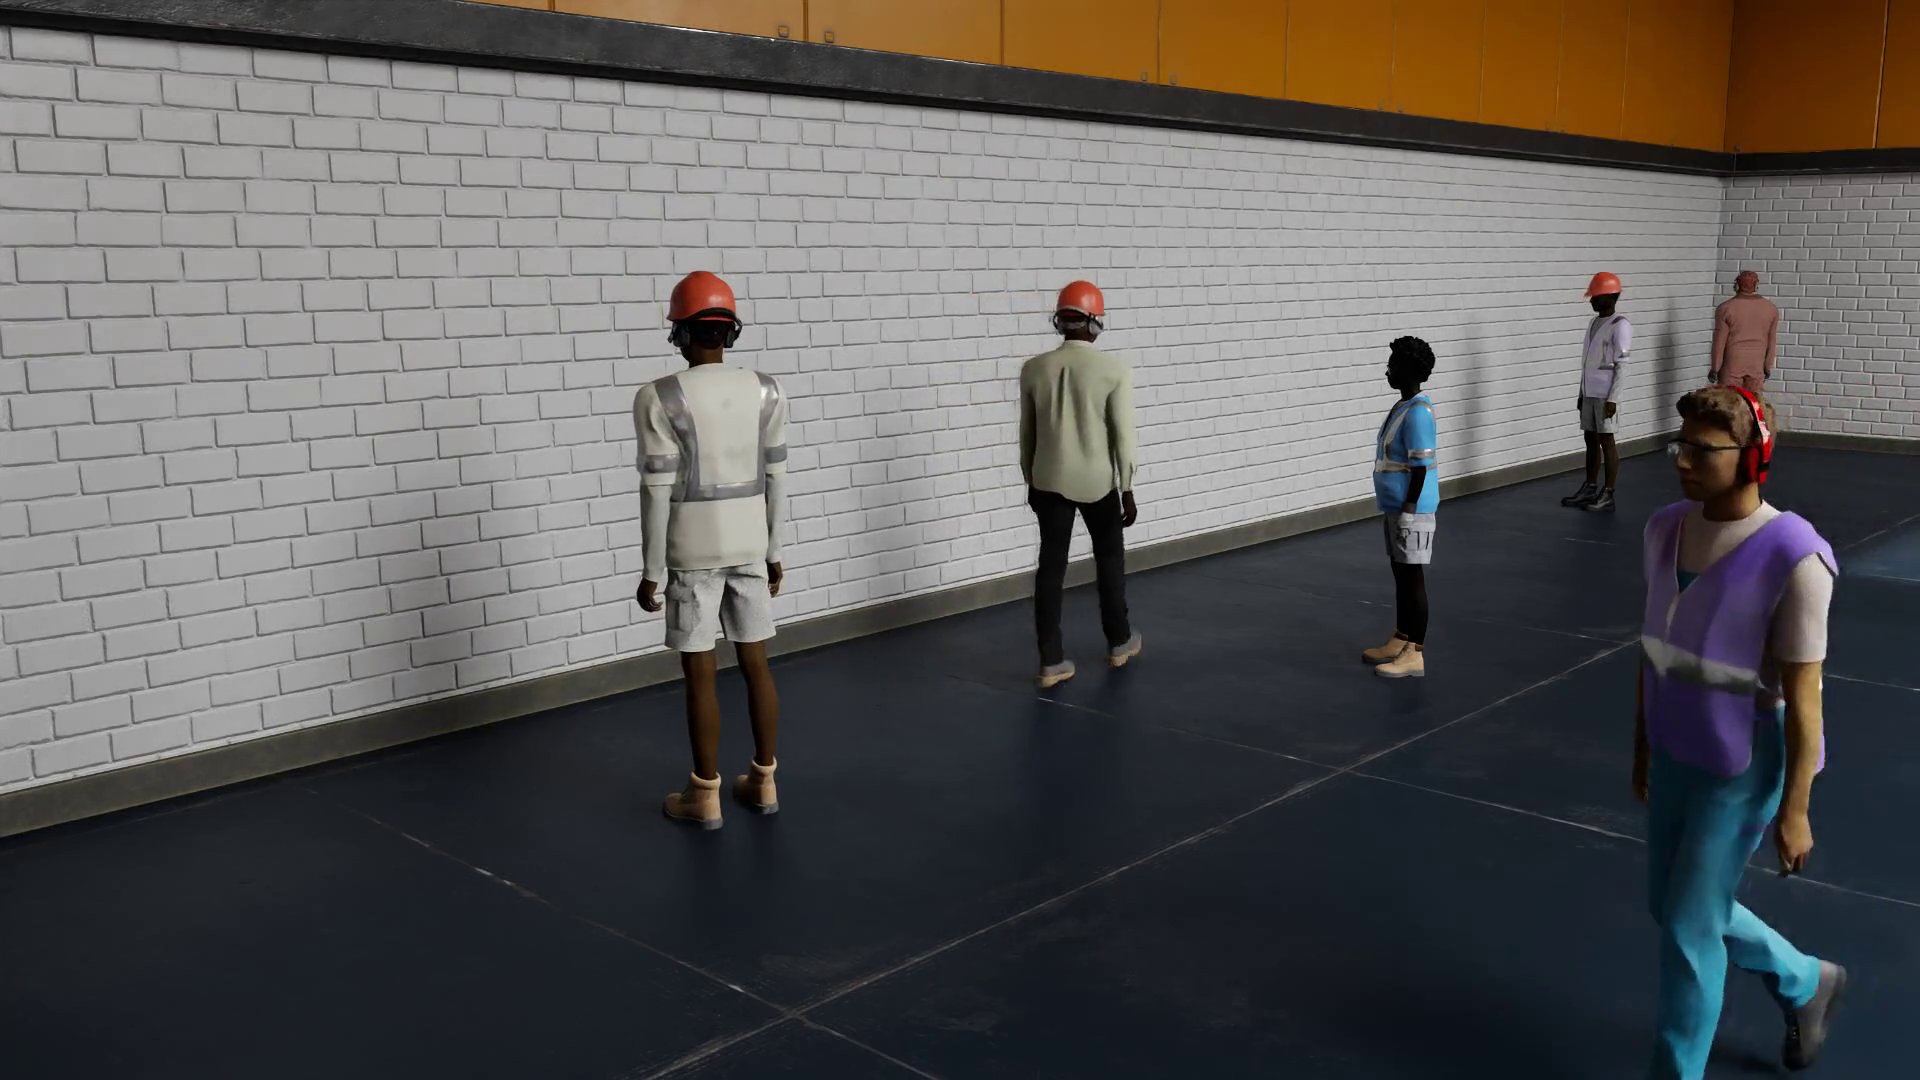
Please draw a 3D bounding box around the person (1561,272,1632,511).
[{"bbox_3d":[5.192,-1.202,13.519,0.356,1.938,0.544,-2,10,-10],"label":"person"}]

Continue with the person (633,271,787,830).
[{"bbox_3d":[-0.923,0.042,6.134,0.609,2.044,0.395,-7,12,-37],"label":"person"}]

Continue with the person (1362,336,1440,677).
[{"bbox_3d":[2.219,-0.166,8.307,0.318,1.697,0.533,1,10,5],"label":"person"}]

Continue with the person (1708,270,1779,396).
[{"bbox_3d":[7.869,-1.760,16.785,0.642,1.909,0.399,0,10,-1],"label":"person"}]

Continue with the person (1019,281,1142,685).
[{"bbox_3d":[0.630,-0.301,8.315,0.656,1.954,0.925,4,11,24],"label":"person"}]

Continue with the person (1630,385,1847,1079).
[{"bbox_3d":[1.872,0.534,3.986,0.735,1.826,0.572,-2,10,-13],"label":"person"}]
